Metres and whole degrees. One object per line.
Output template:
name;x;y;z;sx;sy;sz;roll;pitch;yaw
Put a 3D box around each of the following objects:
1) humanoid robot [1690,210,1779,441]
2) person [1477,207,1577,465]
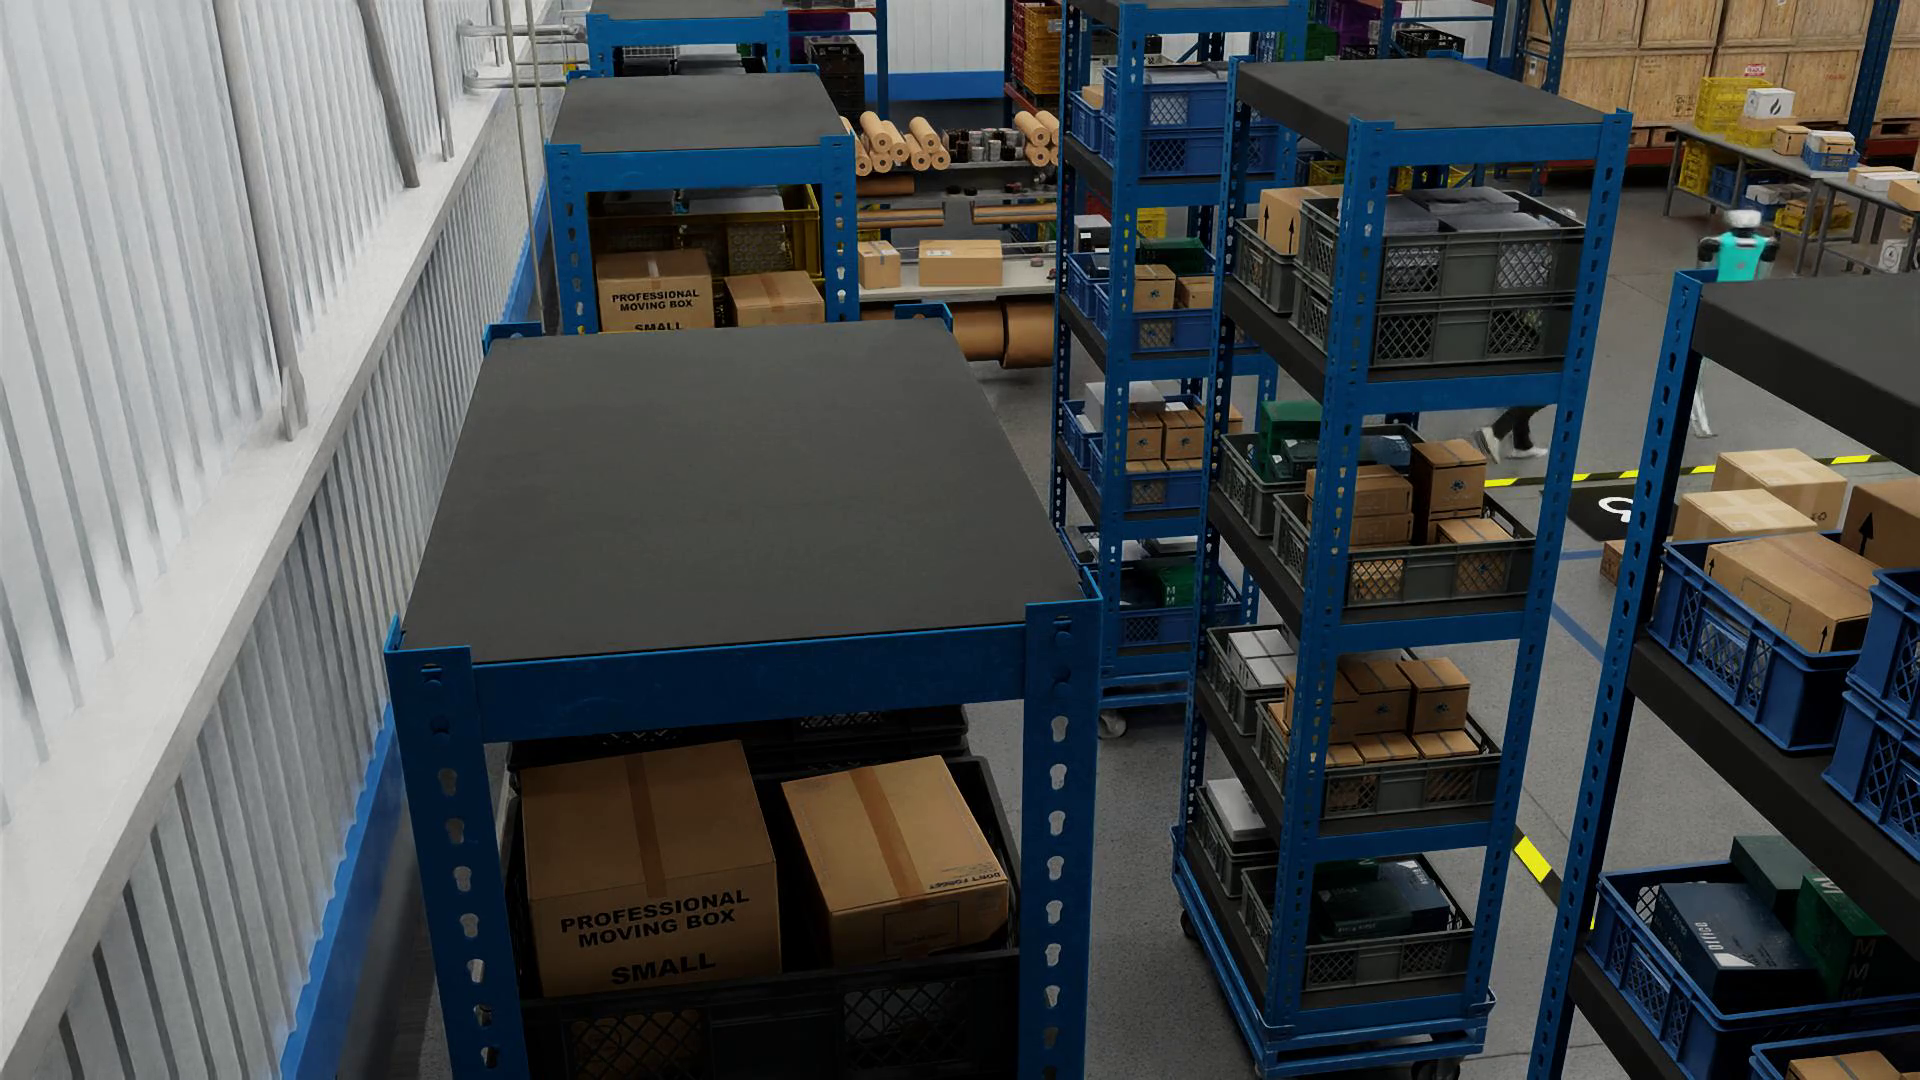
humanoid robot;5.393;-1.559;11.926;0.543;1.730;1.033;2;25;4
person;3.911;-1.372;11.414;0.619;1.836;0.598;-8;26;-17
